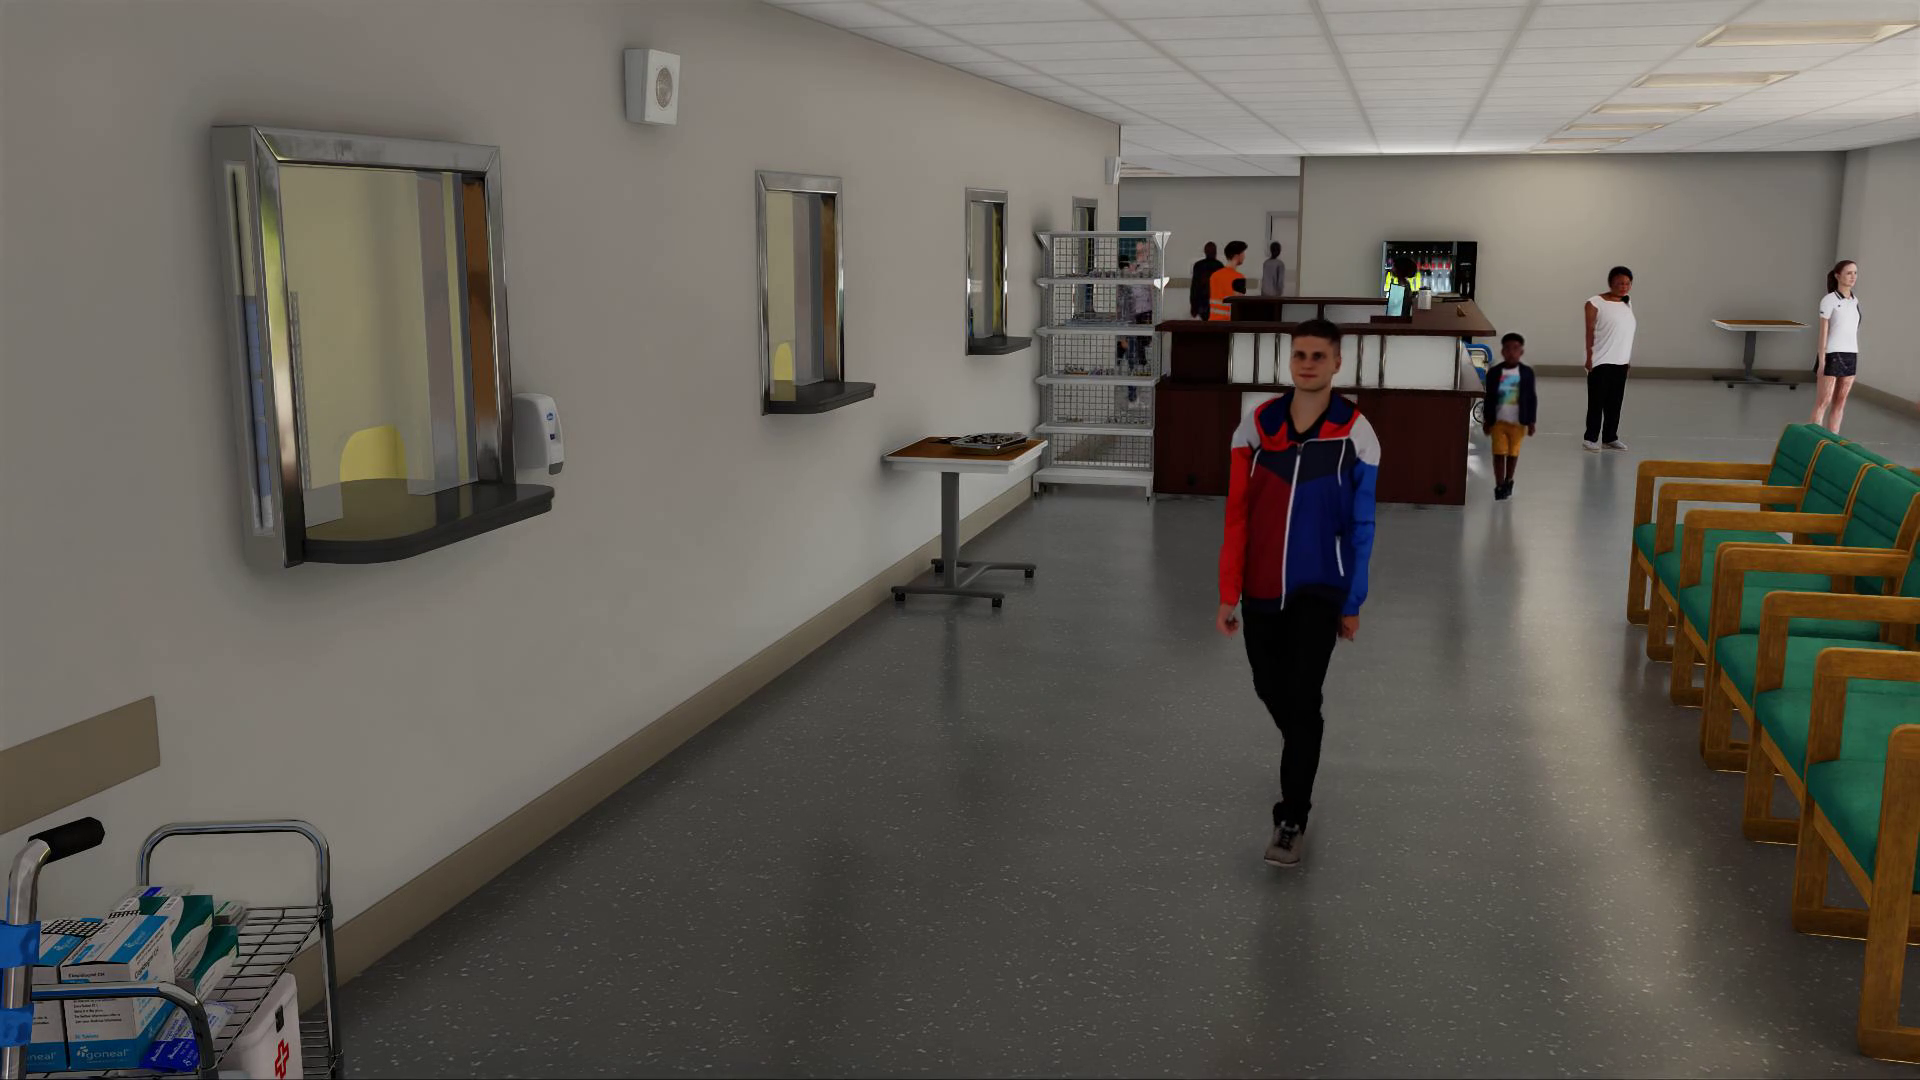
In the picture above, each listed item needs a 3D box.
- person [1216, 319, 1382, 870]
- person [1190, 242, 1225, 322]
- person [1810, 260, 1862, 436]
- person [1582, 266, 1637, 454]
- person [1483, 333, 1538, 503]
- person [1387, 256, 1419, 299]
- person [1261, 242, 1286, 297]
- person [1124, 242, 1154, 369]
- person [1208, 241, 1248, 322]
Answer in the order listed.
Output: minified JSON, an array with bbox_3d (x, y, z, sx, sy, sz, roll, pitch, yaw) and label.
[{"bbox_3d":[1.136,0.155,5.582,1.159,1.720,0.893,6,12,29],"label":"person"},{"bbox_3d":[3.551,-3.402,24.087,0.876,1.808,0.938,-6,12,-27],"label":"person"},{"bbox_3d":[7.645,-1.556,14.511,0.655,1.751,0.732,-4,12,-22],"label":"person"},{"bbox_3d":[5.963,-1.666,15.256,0.739,1.691,0.823,-4,12,-21],"label":"person"},{"bbox_3d":[4.122,-0.912,12.478,0.789,1.244,0.582,3,11,17],"label":"person"},{"bbox_3d":[5.017,-2.283,18.569,1.141,1.667,0.624,3,11,16],"label":"person"},{"bbox_3d":[5.150,-4.060,27.765,1.070,1.730,1.172,-11,15,-44],"label":"person"},{"bbox_3d":[2.438,-3.087,22.399,1.098,1.819,1.050,10,15,43],"label":"person"},{"bbox_3d":[2.839,-2.305,18.166,1.116,1.861,1.109,-8,13,-36],"label":"person"}]
